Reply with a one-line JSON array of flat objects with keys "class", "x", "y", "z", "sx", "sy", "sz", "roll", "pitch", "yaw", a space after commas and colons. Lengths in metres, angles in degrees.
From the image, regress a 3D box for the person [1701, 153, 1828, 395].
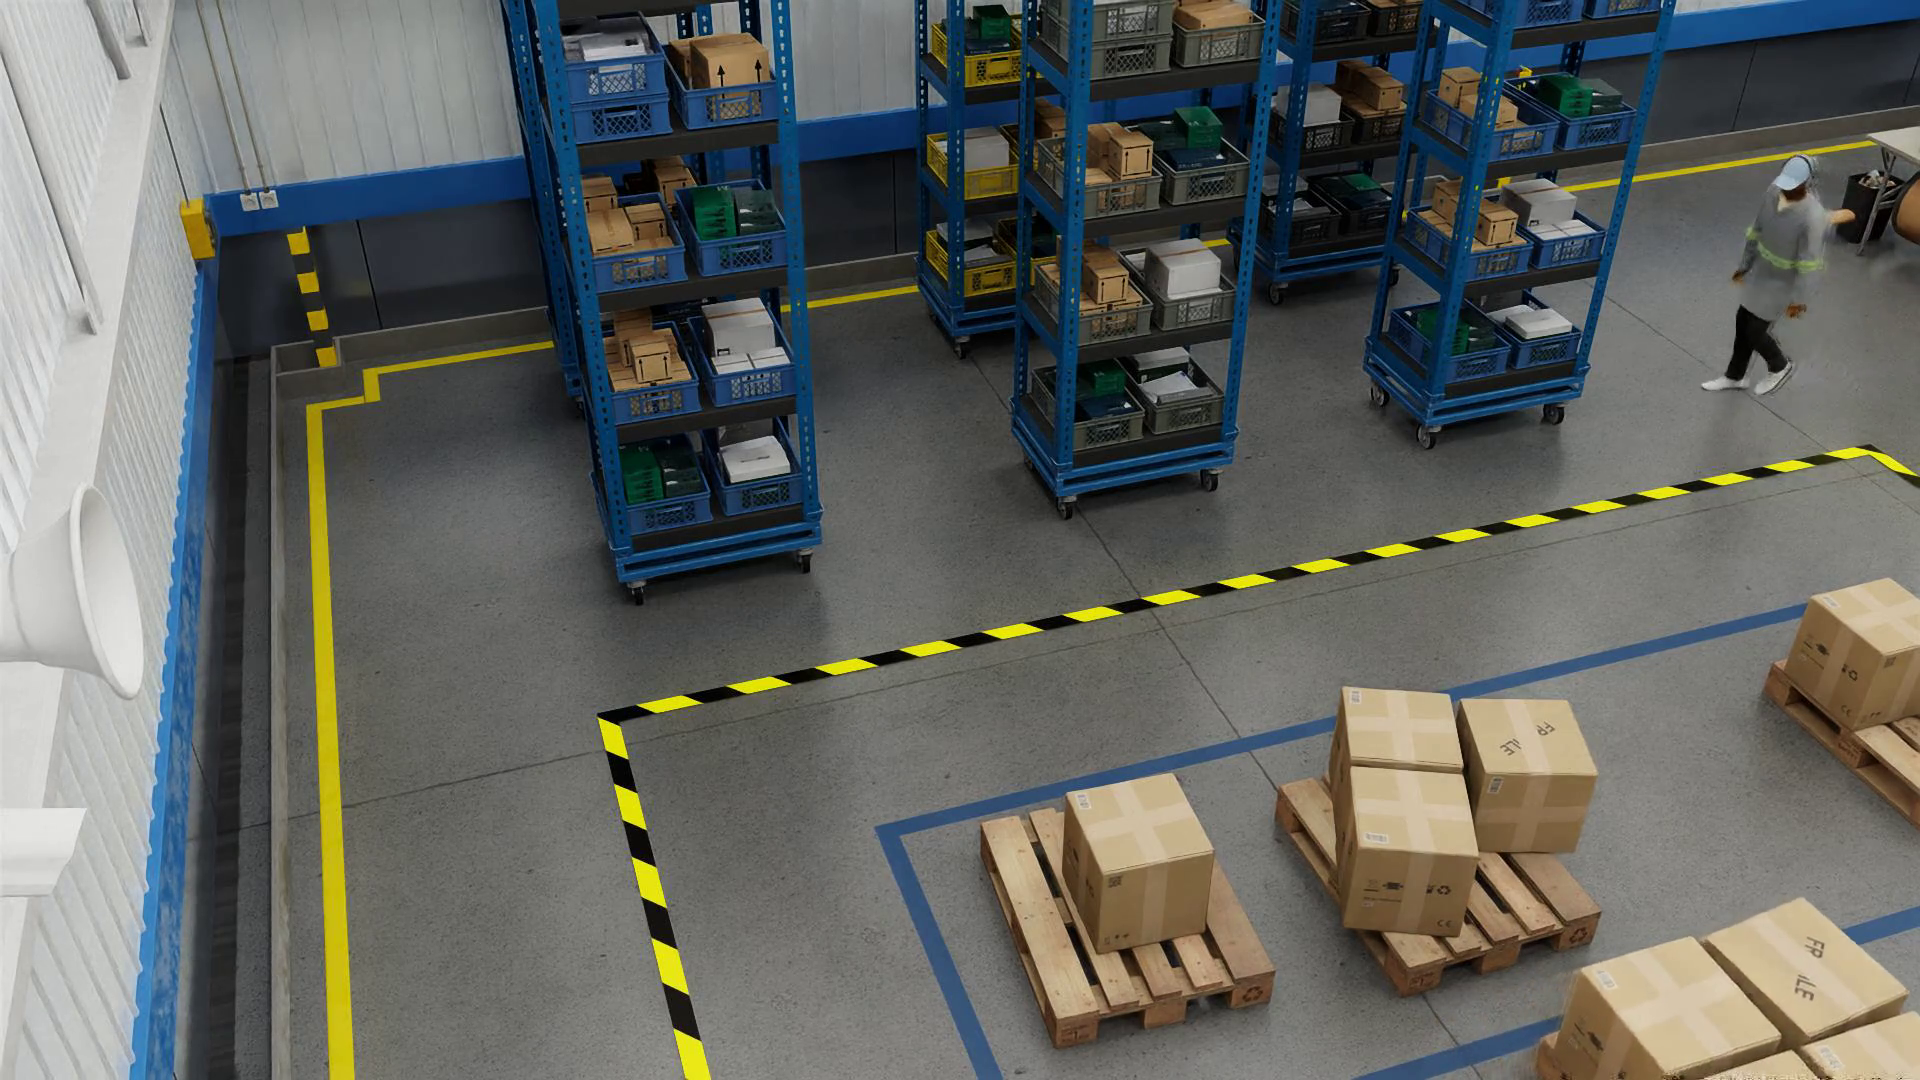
[{"class": "person", "x": 5.462, "y": -1.755, "z": 11.188, "sx": 0.515, "sy": 1.826, "sz": 0.630, "roll": -6, "pitch": 36, "yaw": -8}]
